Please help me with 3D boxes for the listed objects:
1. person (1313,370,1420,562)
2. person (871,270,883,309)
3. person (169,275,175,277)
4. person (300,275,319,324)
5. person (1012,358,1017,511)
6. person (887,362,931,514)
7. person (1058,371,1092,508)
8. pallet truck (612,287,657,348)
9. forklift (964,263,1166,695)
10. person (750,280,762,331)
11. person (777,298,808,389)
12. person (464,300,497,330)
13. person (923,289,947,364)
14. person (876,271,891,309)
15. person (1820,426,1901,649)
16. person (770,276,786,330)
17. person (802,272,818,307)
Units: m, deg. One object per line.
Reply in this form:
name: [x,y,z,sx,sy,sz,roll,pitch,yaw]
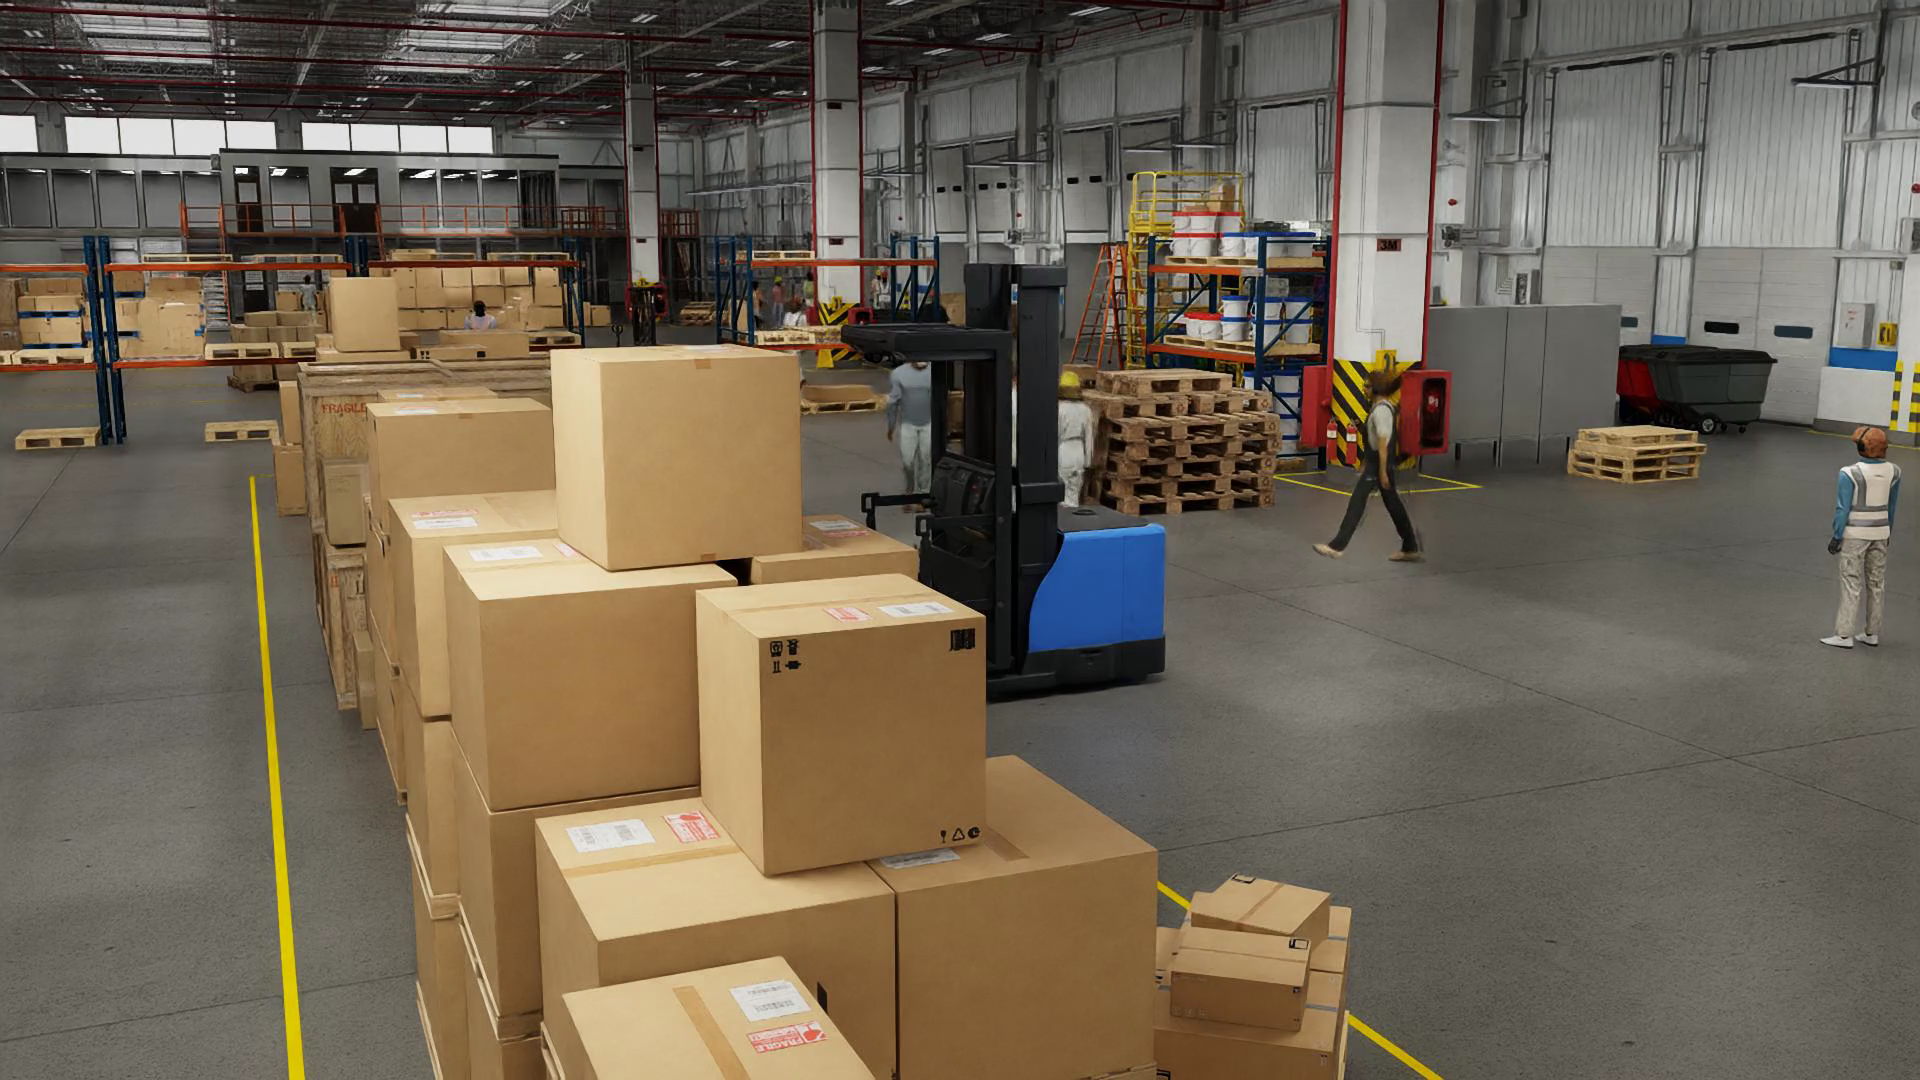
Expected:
person: [3.848,-0.677,15.442,0.984,1.796,0.515,5,11,26]
person: [-2.940,-8.775,59.793,0.590,1.892,0.899,-7,13,-35]
person: [-22.174,-6.499,47.079,0.625,1.967,1.188,-5,11,-24]
person: [-19.911,-7.153,50.891,0.521,1.874,0.328,-2,11,-12]
person: [0.481,-0.687,15.139,0.653,1.911,0.518,-8,13,-39]
person: [-0.444,-1.219,18.079,0.672,1.910,0.543,-1,10,-8]
person: [1.088,-0.753,16.030,0.511,1.720,0.575,-6,12,-30]
pallet truck: [-6.464,-4.406,35.401,0.823,1.965,1.885,6,12,32]
forklift: [0.362,-0.447,11.148,1.873,2.768,1.129,-4,11,-23]
person: [-6.421,-7.313,52.276,0.388,1.678,0.566,-7,12,-34]
person: [-3.276,-3.840,32.702,0.651,1.845,0.642,9,14,42]
person: [-9.010,-3.586,31.308,0.631,1.846,0.429,-3,11,-16]
person: [-0.497,-4.216,34.435,0.624,1.973,0.628,6,12,29]
person: [-2.518,-8.013,55.539,0.550,1.913,0.866,-1,10,-8]
person: [6.613,-0.014,12.184,0.514,1.641,0.307,-3,11,-15]
person: [-6.000,-7.775,54.643,0.547,1.741,0.711,4,11,21]
person: [-5.230,-8.410,57.937,0.663,1.825,0.538,5,12,27]
